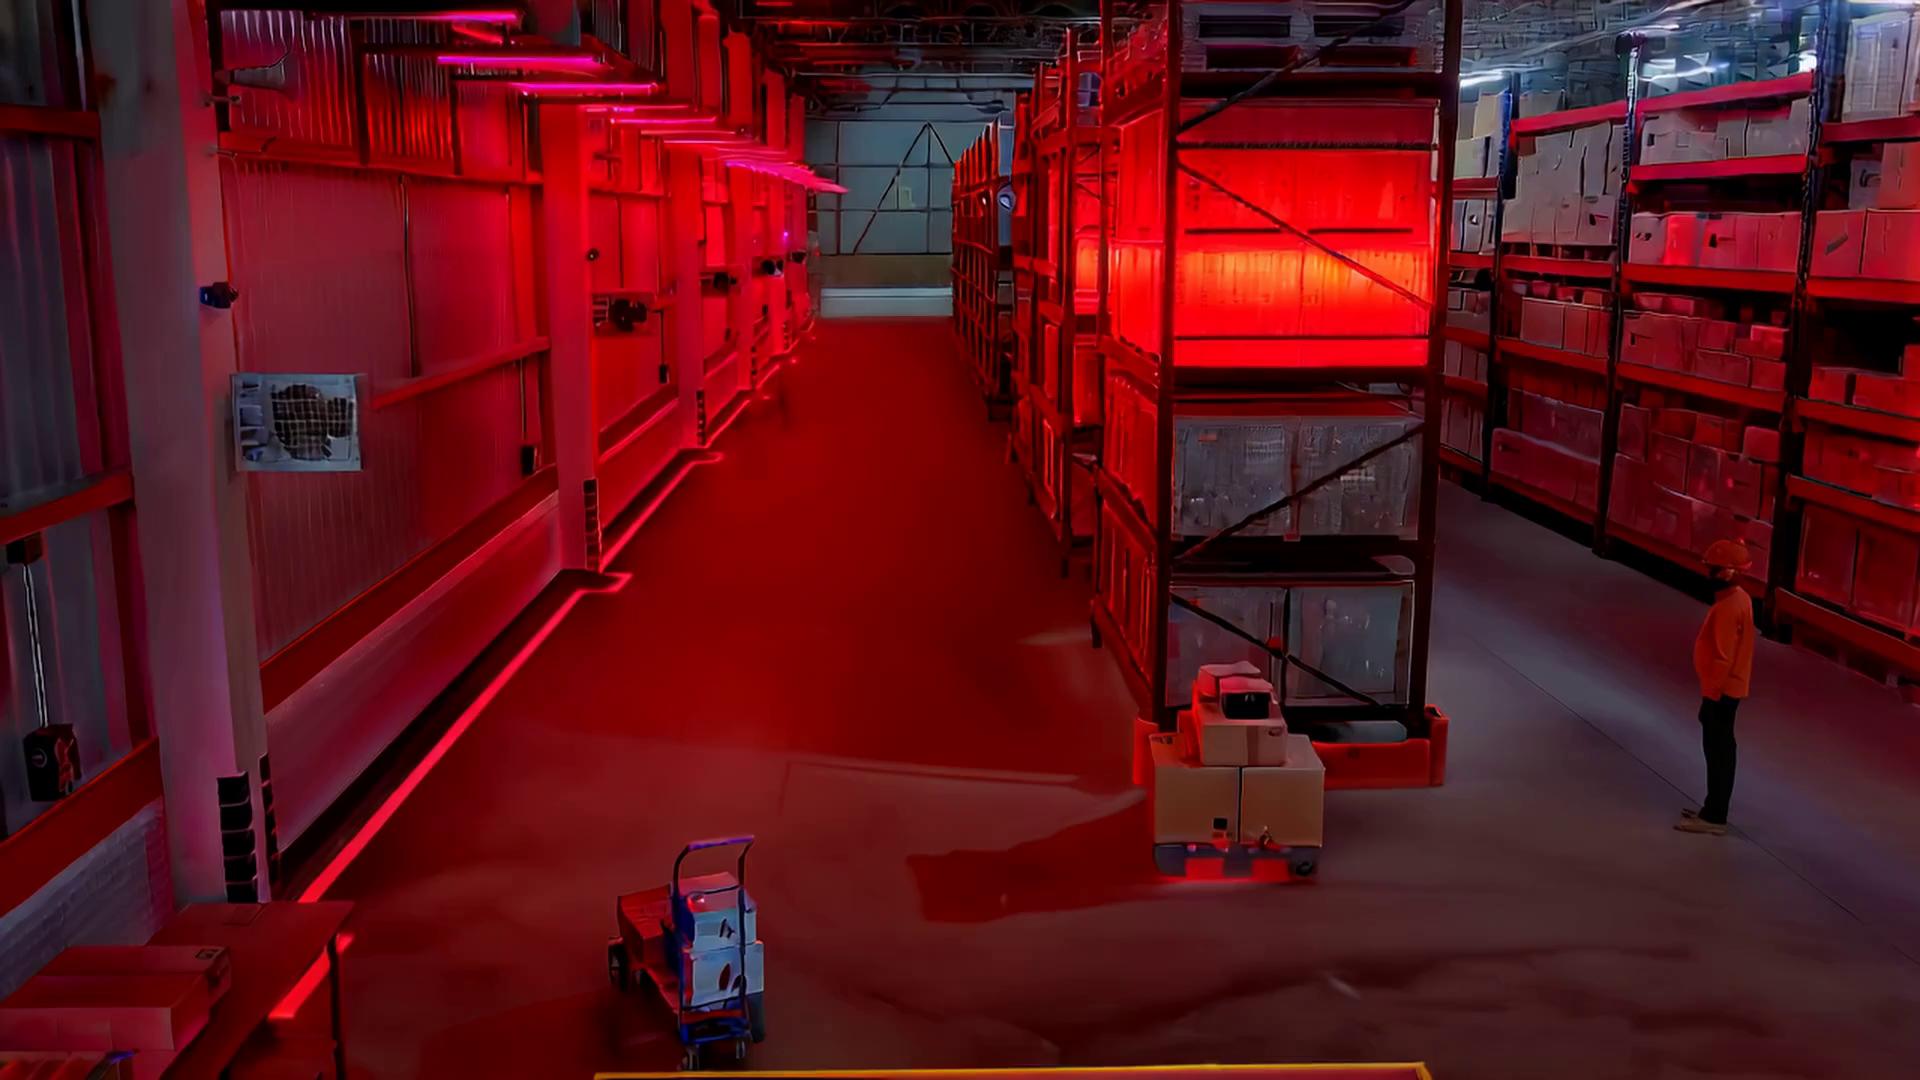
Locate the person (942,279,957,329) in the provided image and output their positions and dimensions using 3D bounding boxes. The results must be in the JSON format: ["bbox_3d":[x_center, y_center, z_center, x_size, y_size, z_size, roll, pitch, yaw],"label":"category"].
[{"bbox_3d":[-0.306,-8.840,62.354,0.779,1.915,0.565,-3,11,-14],"label":"person"}]

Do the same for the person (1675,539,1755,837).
[{"bbox_3d":[5.056,0.976,11.081,0.377,1.995,0.612,7,13,31],"label":"person"}]
